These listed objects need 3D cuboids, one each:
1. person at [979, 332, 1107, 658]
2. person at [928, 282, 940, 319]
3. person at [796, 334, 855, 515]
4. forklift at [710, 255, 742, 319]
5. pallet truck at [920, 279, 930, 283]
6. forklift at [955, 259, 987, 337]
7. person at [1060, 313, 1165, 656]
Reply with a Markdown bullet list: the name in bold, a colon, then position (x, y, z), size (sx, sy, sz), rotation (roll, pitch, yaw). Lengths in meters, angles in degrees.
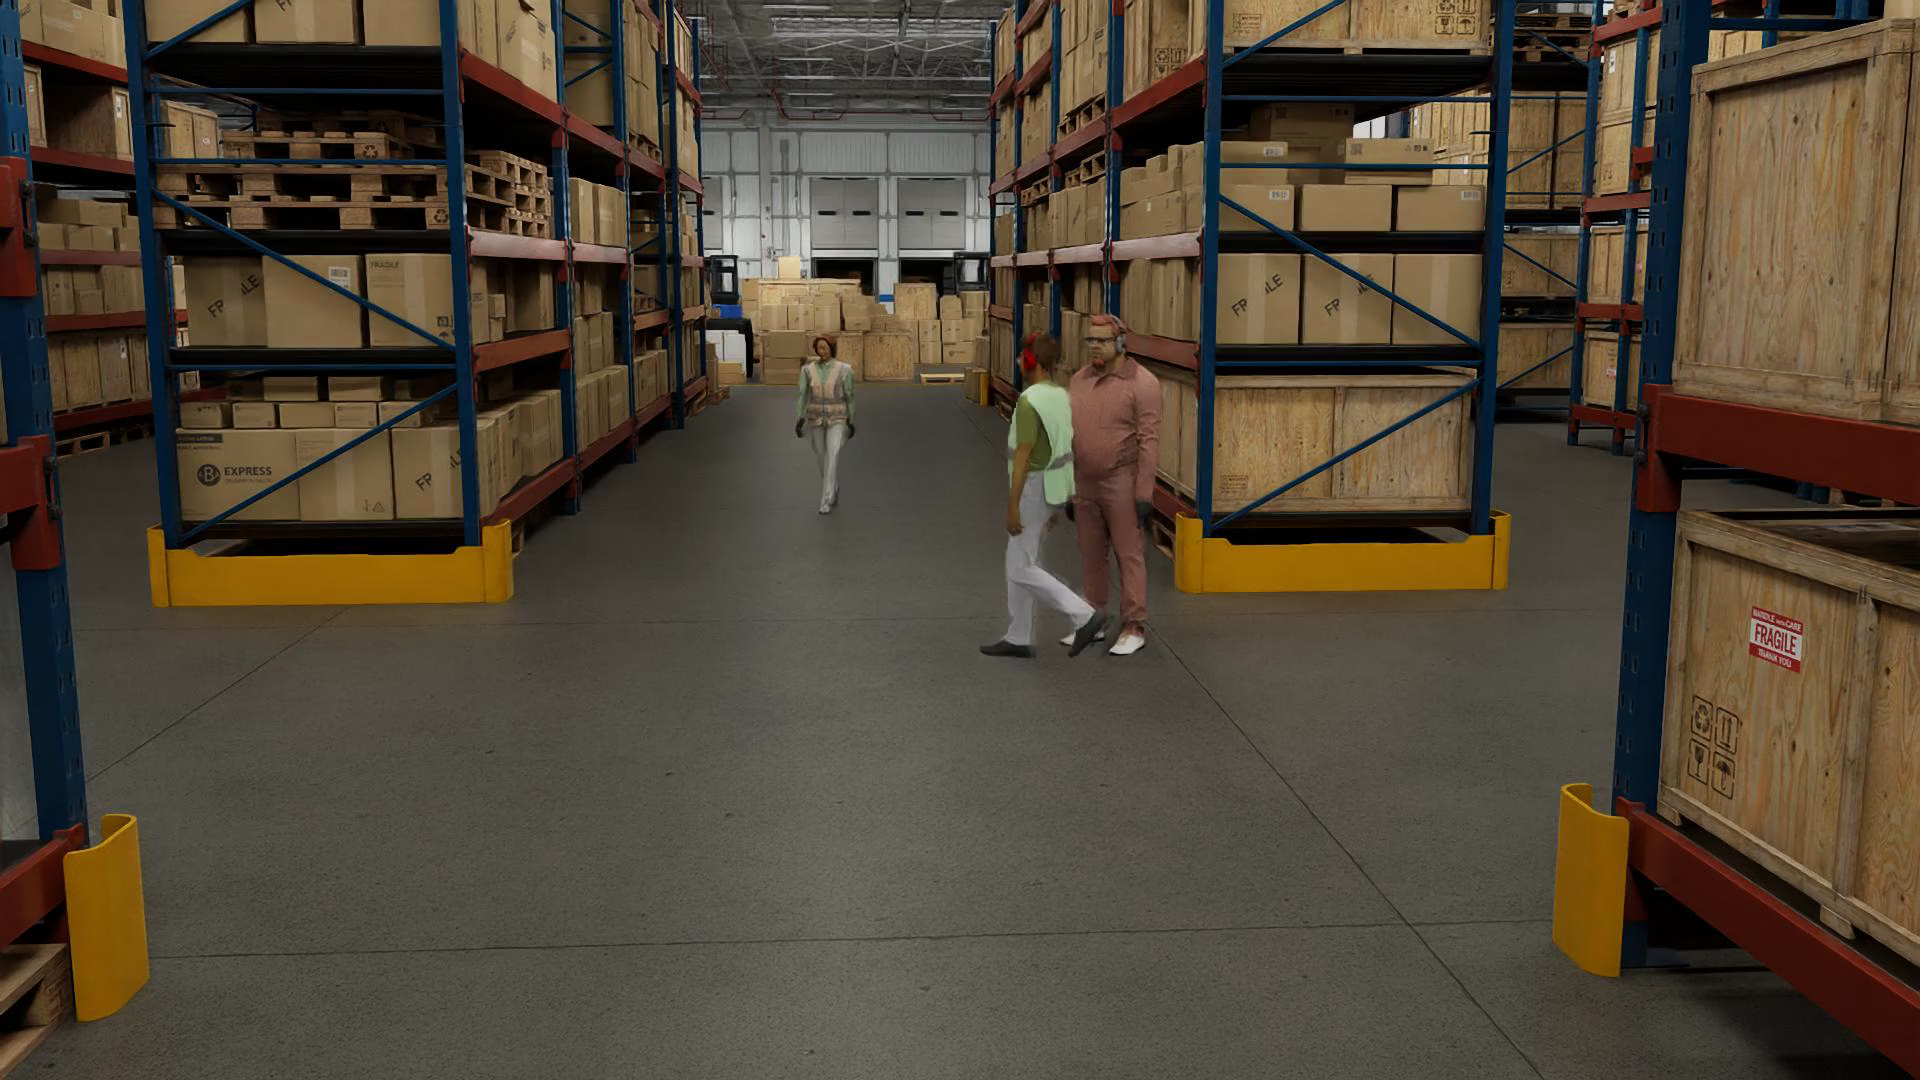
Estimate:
- **person**: position (0.437, -0.220, 9.056), size (0.682, 1.806, 0.591), rotation (3, 9, 18)
- **person**: position (-0.854, -6.790, 49.975), size (0.631, 1.916, 0.660), rotation (-3, 10, -18)
- **person**: position (-1.203, -1.069, 15.044), size (0.528, 1.603, 0.830), rotation (2, 9, 11)
- **forklift**: position (-8.274, -8.634, 58.542), size (1.129, 2.768, 1.873), rotation (-3, 10, -19)
- **pallet truck**: position (-0.932, -8.922, 63.114), size (1.885, 1.965, 0.823), rotation (2, 9, 13)
- **forklift**: position (0.278, -7.332, 50.367), size (1.129, 2.768, 1.873), rotation (-2, 9, -10)
- **person**: position (0.831, -0.313, 9.353), size (0.659, 1.909, 0.404), rotation (9, 12, 43)
